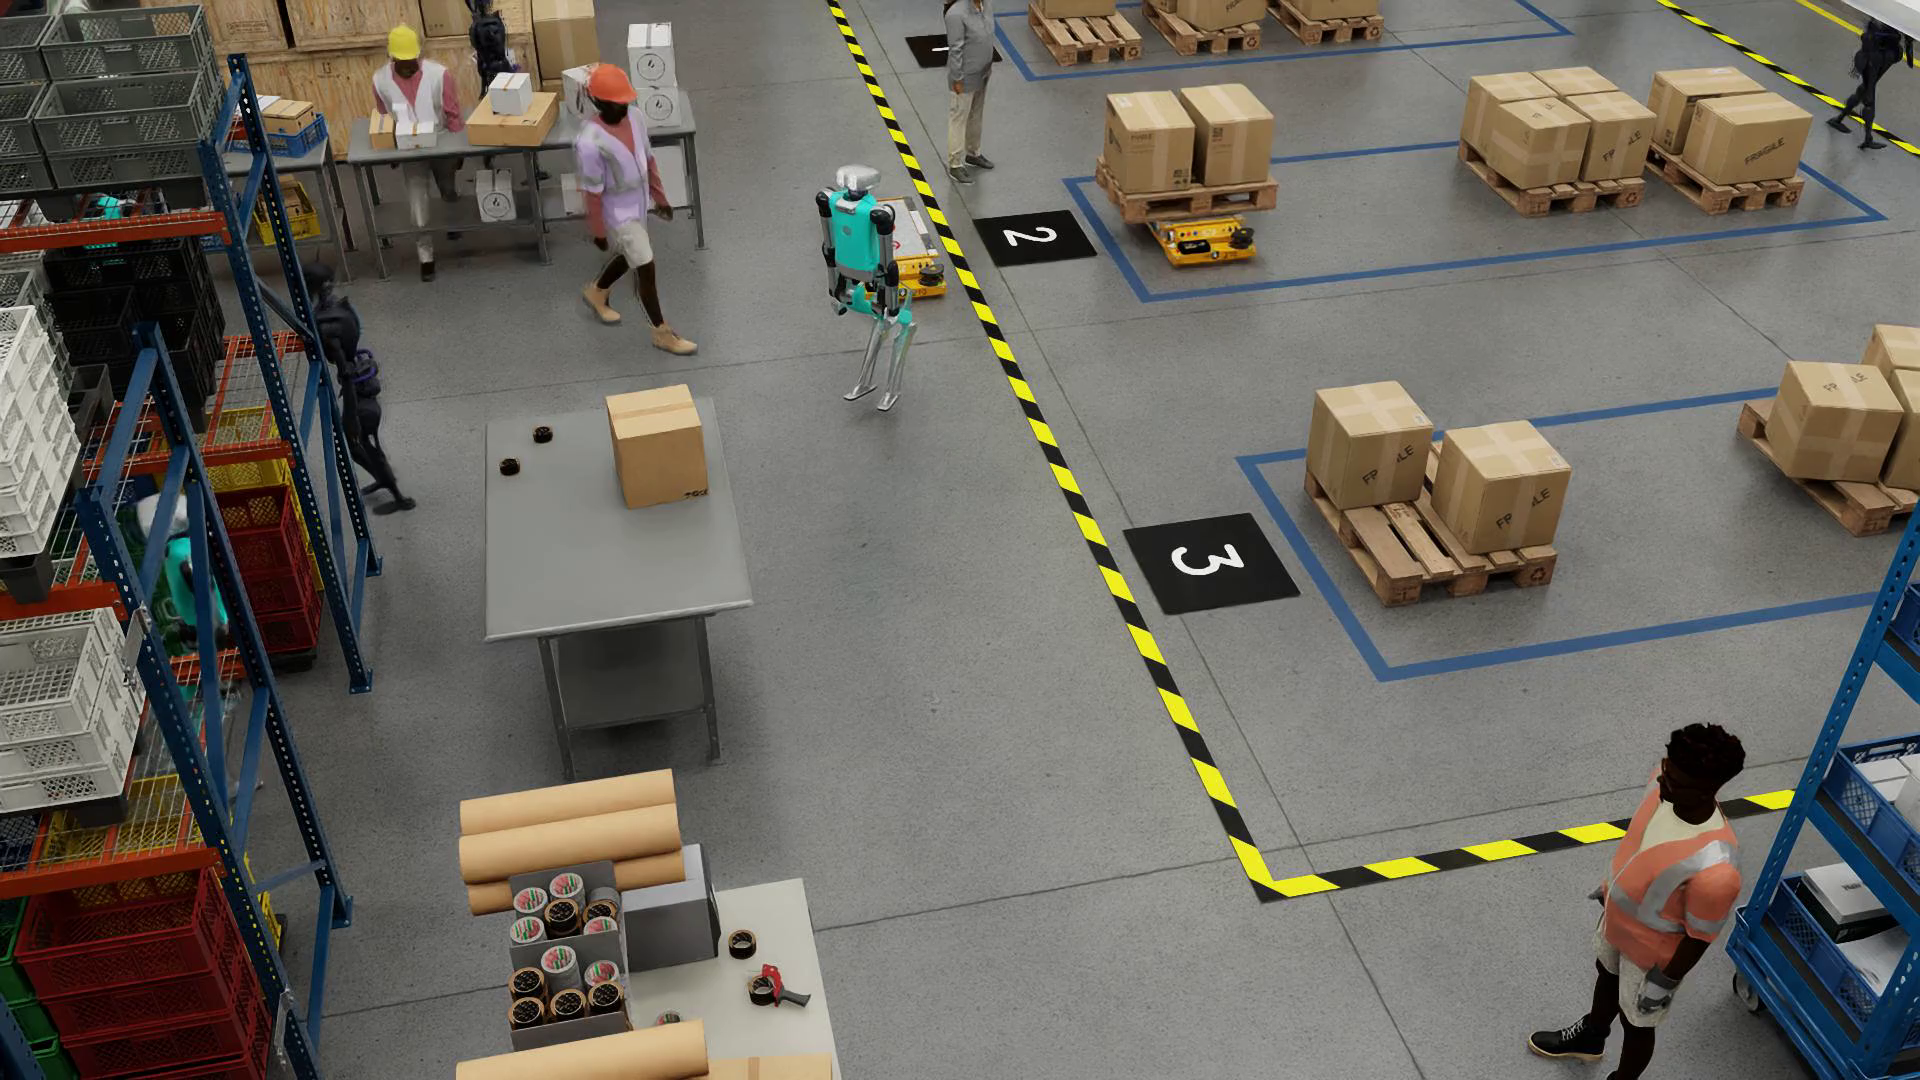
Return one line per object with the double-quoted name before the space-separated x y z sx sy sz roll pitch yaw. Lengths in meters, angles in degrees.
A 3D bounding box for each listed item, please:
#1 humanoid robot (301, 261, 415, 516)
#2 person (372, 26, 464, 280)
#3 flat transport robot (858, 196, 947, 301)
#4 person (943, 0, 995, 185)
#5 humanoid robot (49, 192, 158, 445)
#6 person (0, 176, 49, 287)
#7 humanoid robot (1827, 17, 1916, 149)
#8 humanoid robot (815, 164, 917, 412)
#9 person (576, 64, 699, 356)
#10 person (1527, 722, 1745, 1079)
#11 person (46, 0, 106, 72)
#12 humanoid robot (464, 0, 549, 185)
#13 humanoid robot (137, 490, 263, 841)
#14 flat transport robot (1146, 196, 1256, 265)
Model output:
"humanoid robot" -3.464 -0.843 9.513 0.341 1.646 0.608 -12 38 -16
"person" -3.926 -2.907 12.198 0.590 1.781 0.934 -10 38 -13
"flat transport robot" -0.570 -2.220 12.538 0.659 0.231 1.431 -8 37 -10
"person" 0.070 -3.776 13.370 0.396 1.768 0.572 19 41 24
"humanoid robot" -5.084 -1.314 10.004 0.530 1.692 0.737 -5 37 -6
"person" -5.919 -1.662 10.435 0.572 1.883 0.354 -30 46 -34
"humanoid robot" 7.775 -4.119 13.940 0.584 1.628 0.763 -14 39 -18
"humanoid robot" -0.495 -1.628 10.398 0.533 1.677 0.735 21 41 26
"person" -2.266 -2.220 11.080 0.966 2.012 0.604 14 39 18
"person" 2.549 1.437 6.201 0.368 1.965 0.605 -1 37 -2
"person" -6.932 -3.708 13.146 0.412 1.935 0.605 -25 43 -29
"humanoid robot" -3.706 -3.577 13.199 0.685 1.635 0.608 -23 42 -27
"humanoid robot" -3.561 0.659 7.530 0.714 1.904 0.541 -21 41 -26
"flat transport robot" 1.758 -2.584 13.003 0.652 0.197 1.431 -8 37 -10
